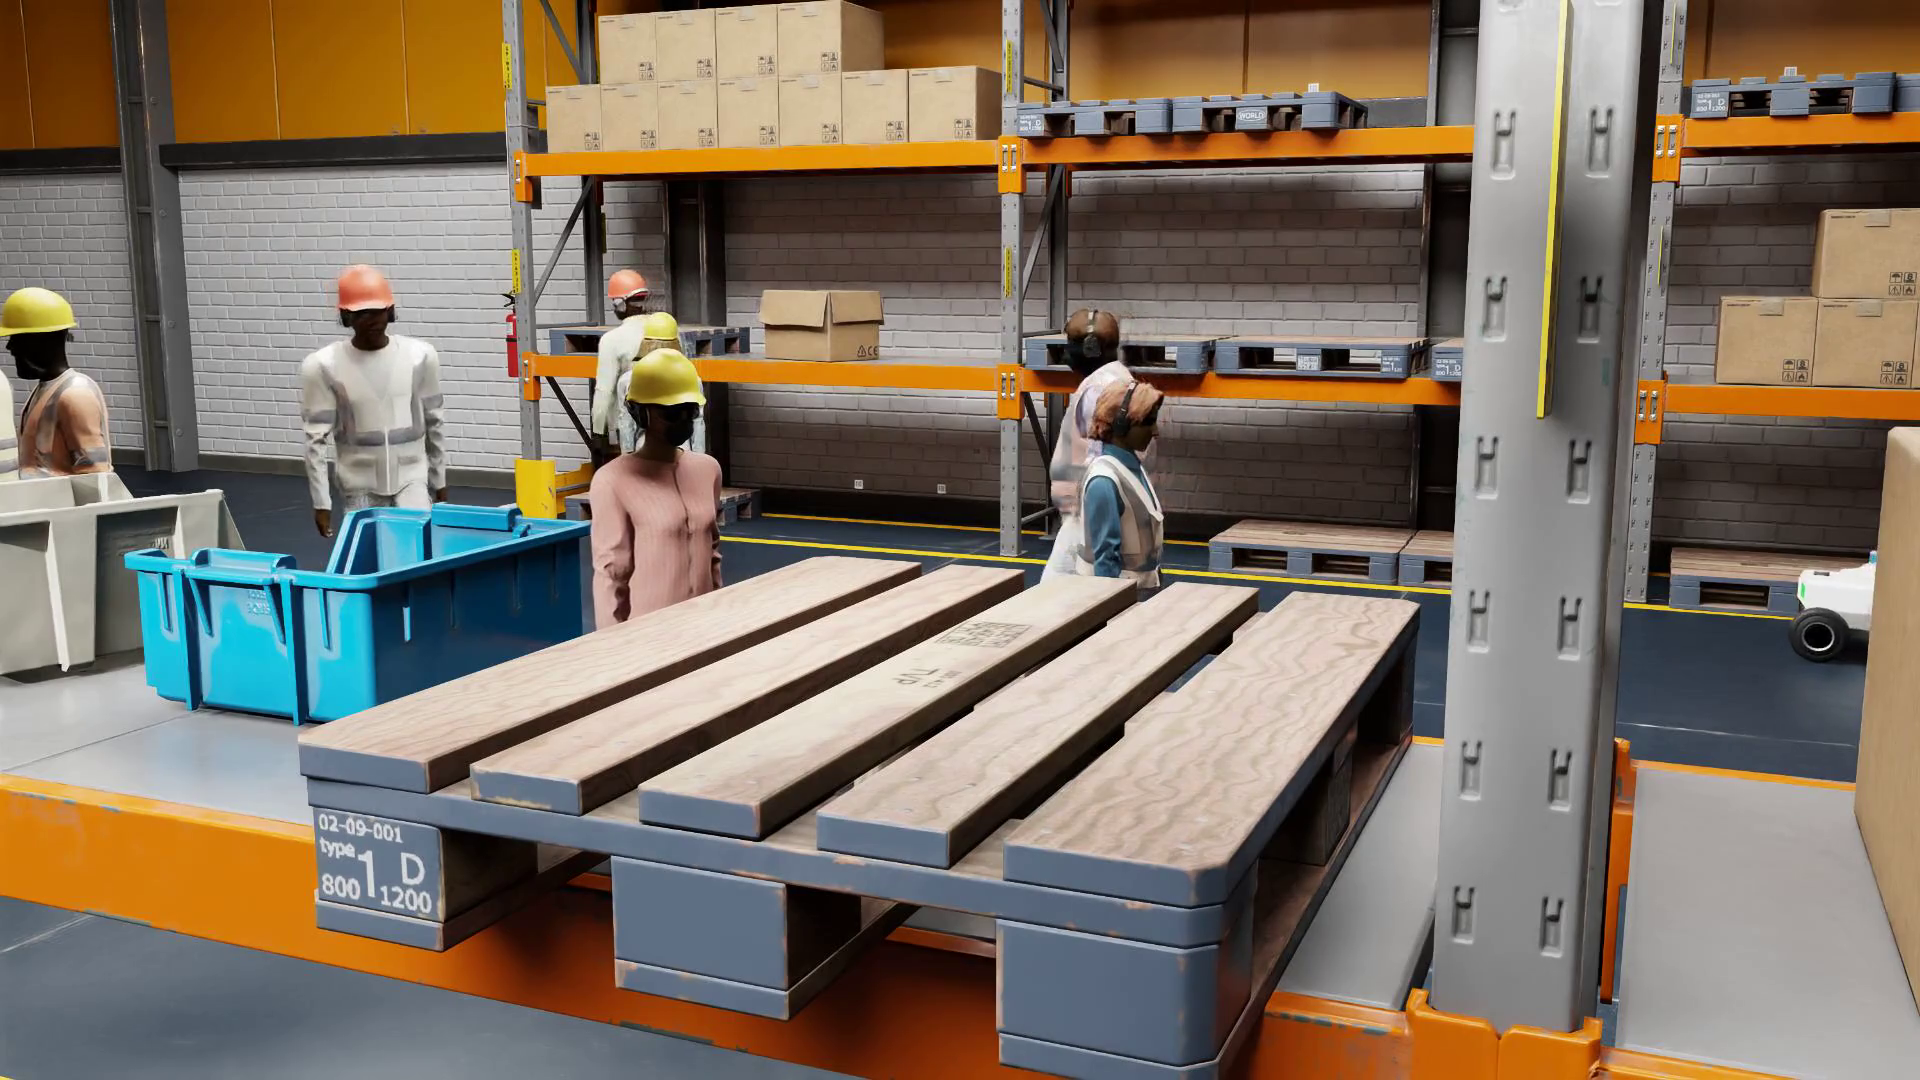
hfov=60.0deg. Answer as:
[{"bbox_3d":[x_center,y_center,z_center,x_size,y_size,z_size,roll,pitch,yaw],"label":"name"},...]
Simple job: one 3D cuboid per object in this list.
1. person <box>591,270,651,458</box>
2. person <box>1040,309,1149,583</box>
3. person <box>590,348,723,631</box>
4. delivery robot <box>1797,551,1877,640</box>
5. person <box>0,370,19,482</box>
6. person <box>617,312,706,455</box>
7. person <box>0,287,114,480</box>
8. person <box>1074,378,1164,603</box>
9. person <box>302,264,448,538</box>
[{"bbox_3d":[-2.140,-0.741,10.721,0.817,1.963,0.656,7,12,35],"label":"person"},{"bbox_3d":[0.513,-0.104,7.362,0.727,1.816,0.653,2,10,13],"label":"person"},{"bbox_3d":[-0.890,0.299,5.102,0.326,1.767,0.533,7,12,35],"label":"person"},{"bbox_3d":[4.655,0.300,8.440,0.707,0.478,0.477,6,11,31],"label":"delivery robot"},{"bbox_3d":[-4.920,-0.260,8.303,0.408,1.824,0.586,-1,10,-6],"label":"person"},{"bbox_3d":[-1.685,-0.417,9.460,0.487,1.744,0.297,-1,9,-4],"label":"person"},{"bbox_3d":[-3.531,-0.023,6.551,0.375,1.923,0.595,-8,12,-40],"label":"person"},{"bbox_3d":[0.535,0.273,5.638,0.308,1.640,0.511,2,10,14],"label":"person"},{"bbox_3d":[-2.639,-0.245,7.610,0.646,2.008,0.765,-5,11,-28],"label":"person"}]
